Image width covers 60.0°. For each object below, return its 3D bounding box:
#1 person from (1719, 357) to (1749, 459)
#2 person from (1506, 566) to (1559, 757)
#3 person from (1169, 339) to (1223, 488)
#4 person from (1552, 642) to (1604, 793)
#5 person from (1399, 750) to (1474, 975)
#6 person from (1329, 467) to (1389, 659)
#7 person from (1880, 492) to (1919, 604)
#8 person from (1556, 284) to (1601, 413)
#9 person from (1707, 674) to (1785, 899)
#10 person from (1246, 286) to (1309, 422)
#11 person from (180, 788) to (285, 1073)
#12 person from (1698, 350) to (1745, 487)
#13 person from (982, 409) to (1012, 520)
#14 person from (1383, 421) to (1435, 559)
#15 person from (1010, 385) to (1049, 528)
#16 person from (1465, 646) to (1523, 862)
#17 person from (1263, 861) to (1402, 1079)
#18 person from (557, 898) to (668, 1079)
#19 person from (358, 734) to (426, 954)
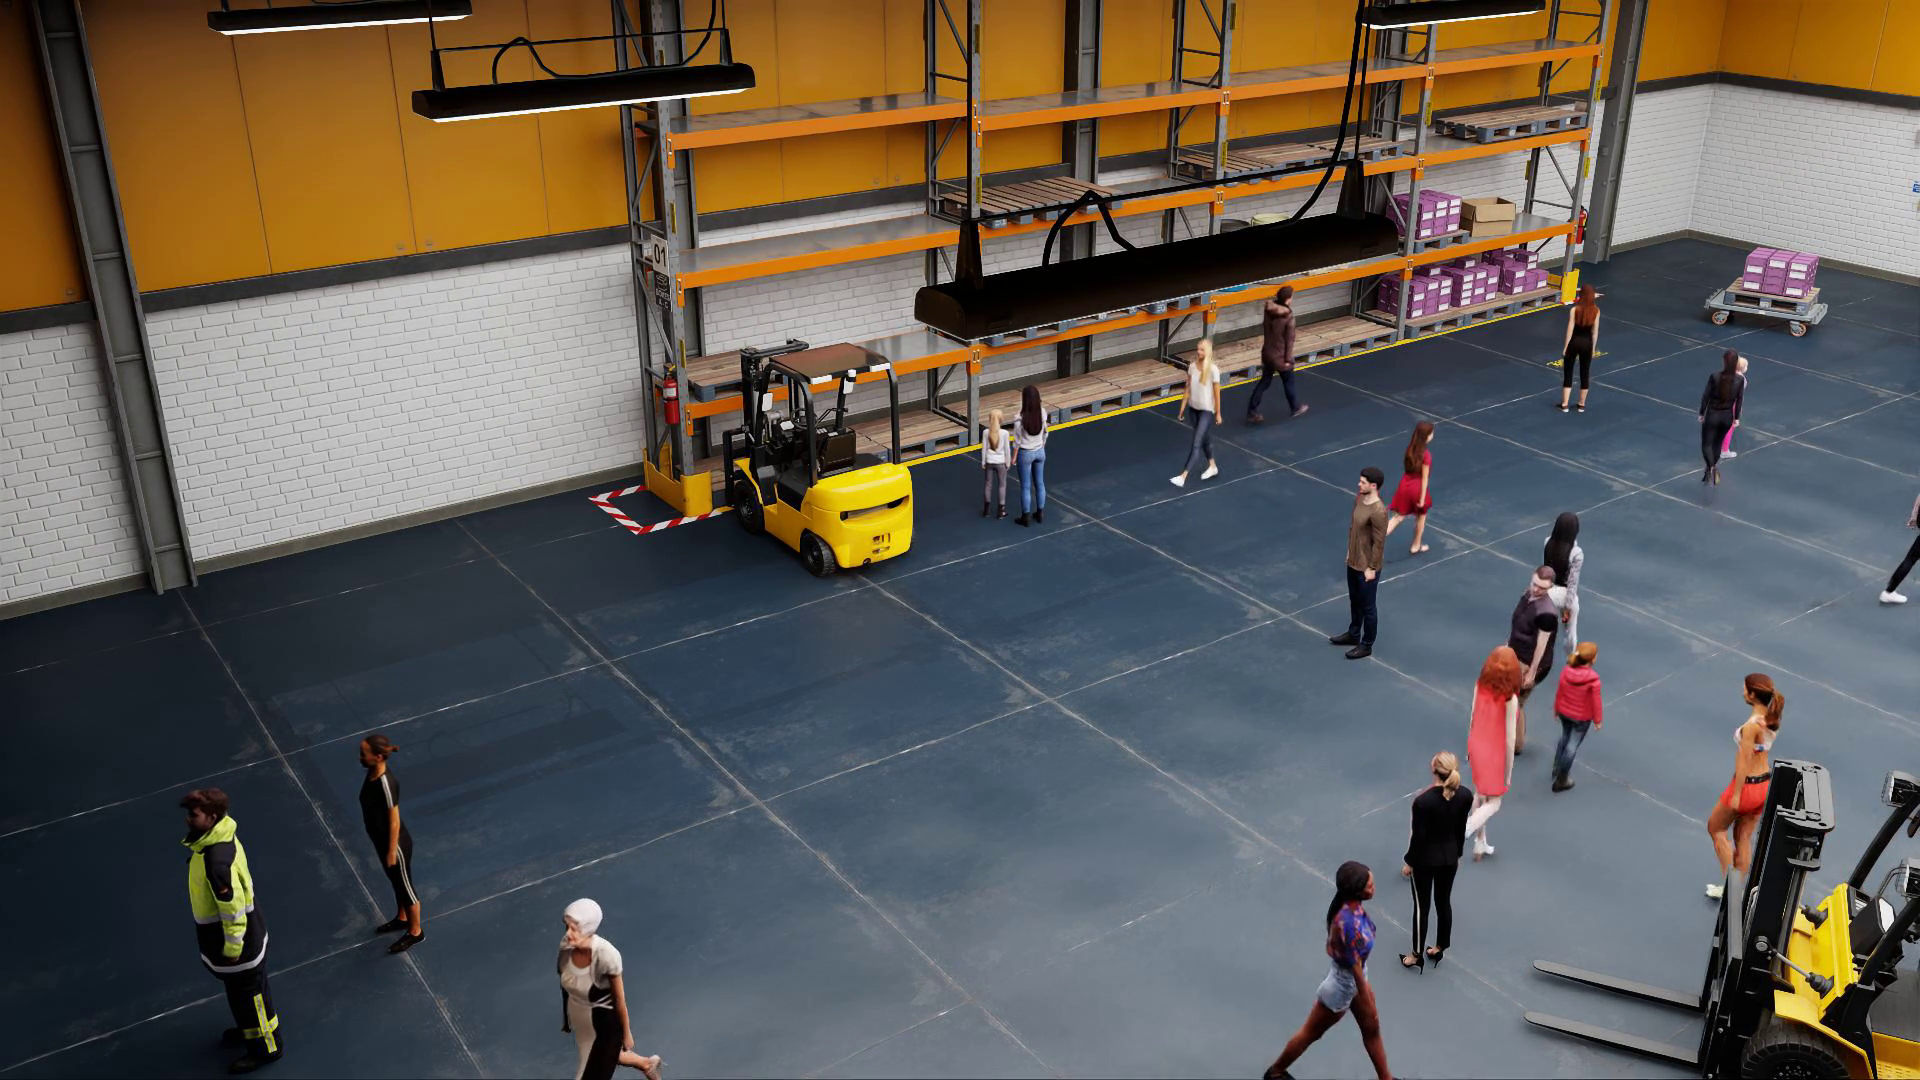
[{"bbox_3d":[9.578,-1.662,20.669,0.563,1.270,0.537,-6,24,-14],"label":"person"},{"bbox_3d":[4.811,1.018,13.876,0.880,1.801,0.836,4,24,10],"label":"person"},{"bbox_3d":[2.921,-1.510,19.695,1.144,1.771,0.681,-18,30,-36],"label":"person"},{"bbox_3d":[4.950,1.452,13.500,0.550,1.306,0.528,-14,27,-29],"label":"person"},{"bbox_3d":[3.230,2.191,11.309,0.582,1.706,0.734,-7,25,-15],"label":"person"},{"bbox_3d":[3.811,0.196,15.648,0.684,1.887,0.721,-6,24,-13],"label":"person"},{"bbox_3d":[9.589,-0.128,16.613,1.182,1.707,0.969,-3,24,-6],"label":"person"},{"bbox_3d":[8.250,-2.557,22.149,0.630,1.726,0.710,1,24,2],"label":"person"},{"bbox_3d":[5.761,1.864,11.992,0.600,1.759,0.705,-18,30,-36],"label":"person"},{"bbox_3d":[4.059,-2.373,21.643,1.165,1.793,0.734,-15,28,-31],"label":"person"},{"bbox_3d":[-4.580,2.414,10.450,0.674,1.985,0.797,-12,26,-26],"label":"person"},{"bbox_3d":[8.891,-1.370,19.480,0.960,1.688,1.018,6,24,13],"label":"person"},{"bbox_3d":[0.405,-0.870,18.851,0.576,1.274,0.620,8,25,17],"label":"person"},{"bbox_3d":[4.766,-0.510,17.717,0.973,1.523,0.541,-15,28,-31],"label":"person"},{"bbox_3d":[0.798,-0.948,18.581,0.448,1.633,0.664,-14,27,-30],"label":"person"},{"bbox_3d":[3.862,1.669,12.380,1.028,1.807,0.678,-9,25,-20],"label":"person"},{"bbox_3d":[2.236,2.725,10.114,1.137,1.685,1.166,7,25,15],"label":"person"},{"bbox_3d":[-2.064,2.824,9.836,0.861,1.727,1.135,17,29,33],"label":"person"},{"bbox_3d":[-3.974,2.081,11.607,0.509,1.669,0.577,-15,28,-30],"label":"person"}]
